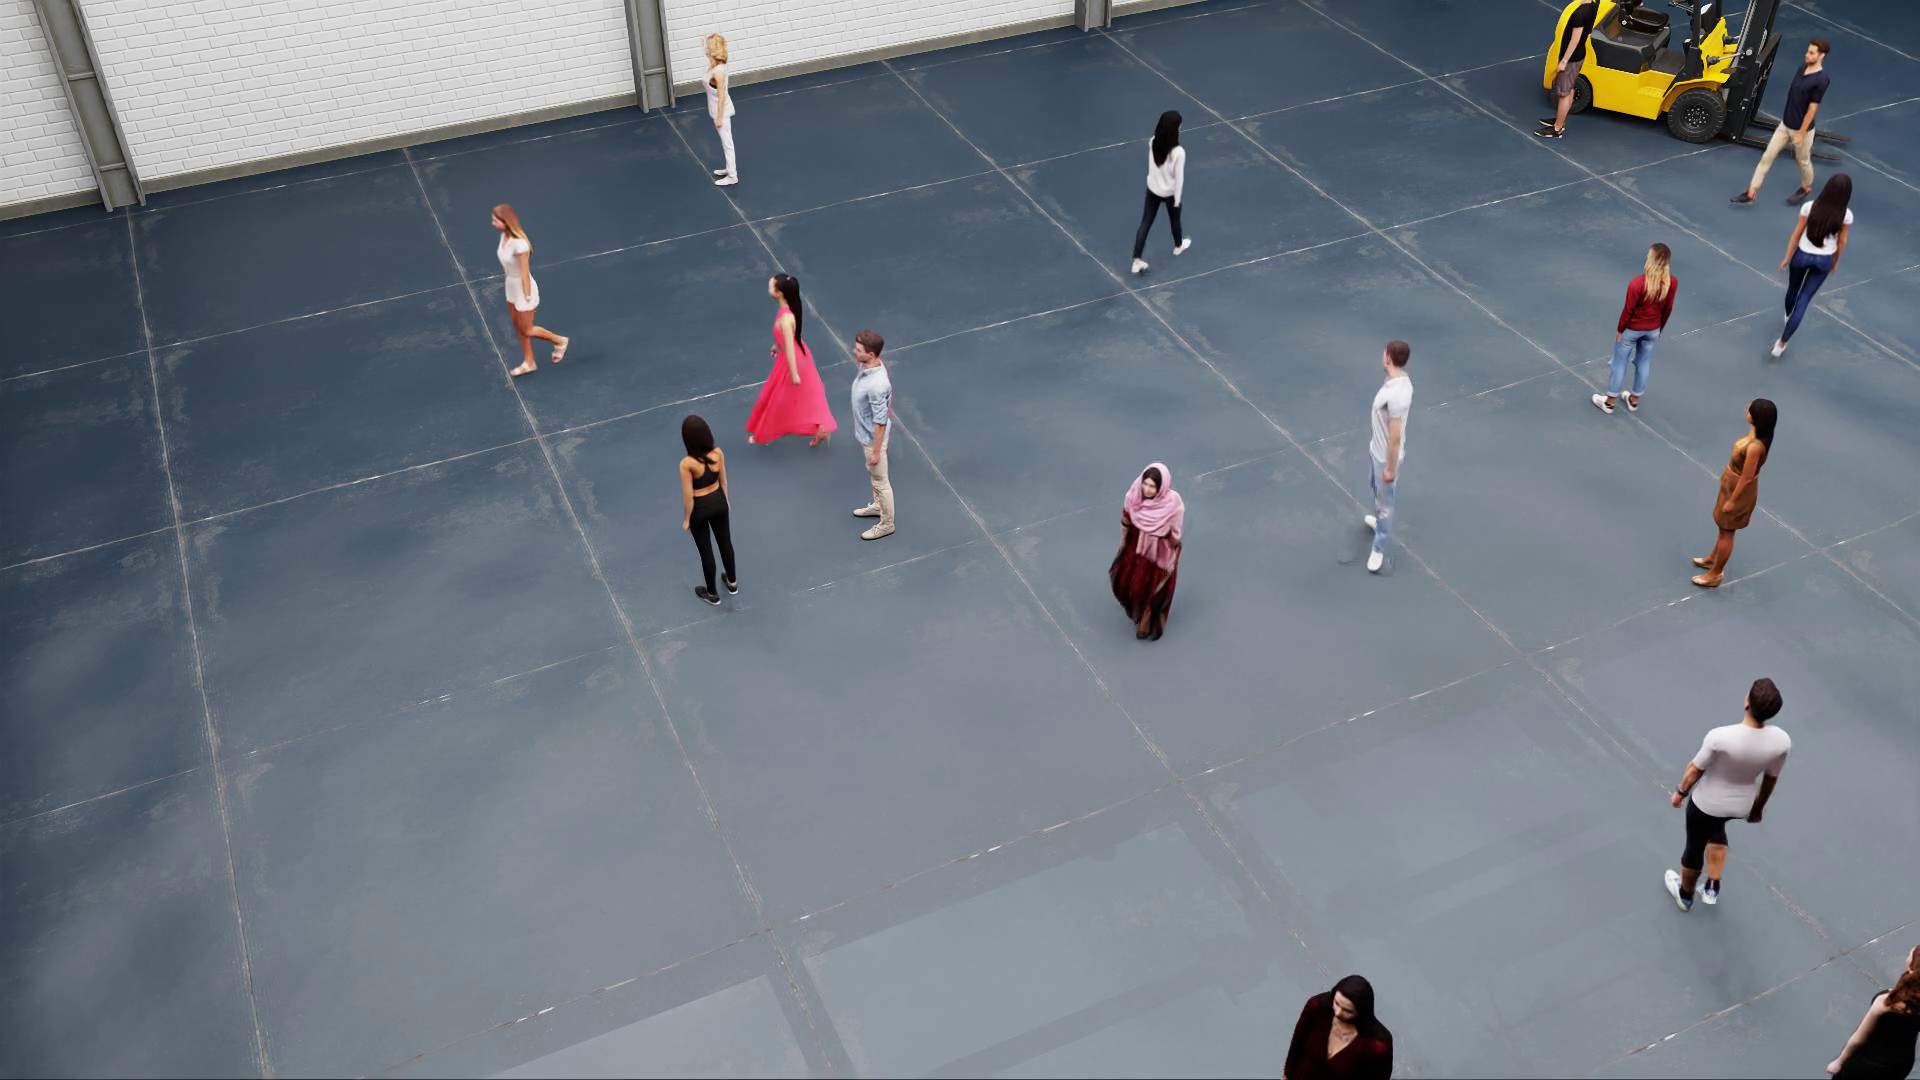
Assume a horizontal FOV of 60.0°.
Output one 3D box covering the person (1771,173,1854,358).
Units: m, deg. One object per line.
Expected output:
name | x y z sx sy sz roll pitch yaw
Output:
person | 7.799 -2.483 15.275 1.011 1.723 1.199 22 43 25

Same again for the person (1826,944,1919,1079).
person | 4.831 2.739 8.721 0.486 1.742 0.657 -11 40 -13

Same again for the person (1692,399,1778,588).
person | 5.916 -0.361 12.649 0.702 1.684 0.630 16 41 19

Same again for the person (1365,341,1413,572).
person | 3.341 -0.631 12.878 0.869 1.820 0.886 -1 39 -1

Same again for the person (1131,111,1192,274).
person | 1.949 -3.424 16.506 0.918 1.657 1.181 29 47 31

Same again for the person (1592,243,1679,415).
person | 5.949 -1.846 14.550 0.529 1.632 0.703 -6 39 -7

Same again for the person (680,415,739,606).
person | -1.899 -0.227 12.515 0.509 1.641 0.663 -27 46 -30

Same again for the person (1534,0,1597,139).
person | 6.985 -5.522 18.969 0.825 1.863 0.734 18 42 21

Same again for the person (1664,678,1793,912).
person | 4.629 1.624 10.037 0.730 1.841 0.832 -2 39 -2

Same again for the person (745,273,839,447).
person | -1.321 -1.468 14.029 1.107 1.691 0.935 5 39 6

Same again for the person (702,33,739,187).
person | -2.588 -4.684 18.073 0.634 1.671 0.657 -5 39 -6

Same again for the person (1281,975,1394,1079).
person | 2.015 2.793 8.653 0.856 1.743 0.793 -29 47 -31

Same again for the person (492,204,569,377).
person | -3.899 -2.269 15.045 0.859 1.676 0.685 -25 45 -28

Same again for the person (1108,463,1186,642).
person | 1.428 0.021 12.209 0.820 1.637 0.875 16 41 19

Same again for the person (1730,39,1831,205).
person | 8.920 -4.361 17.554 1.193 1.813 0.756 -11 40 -13

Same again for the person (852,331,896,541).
person | -0.681 -0.840 13.118 0.613 1.847 0.697 -8 39 -10
